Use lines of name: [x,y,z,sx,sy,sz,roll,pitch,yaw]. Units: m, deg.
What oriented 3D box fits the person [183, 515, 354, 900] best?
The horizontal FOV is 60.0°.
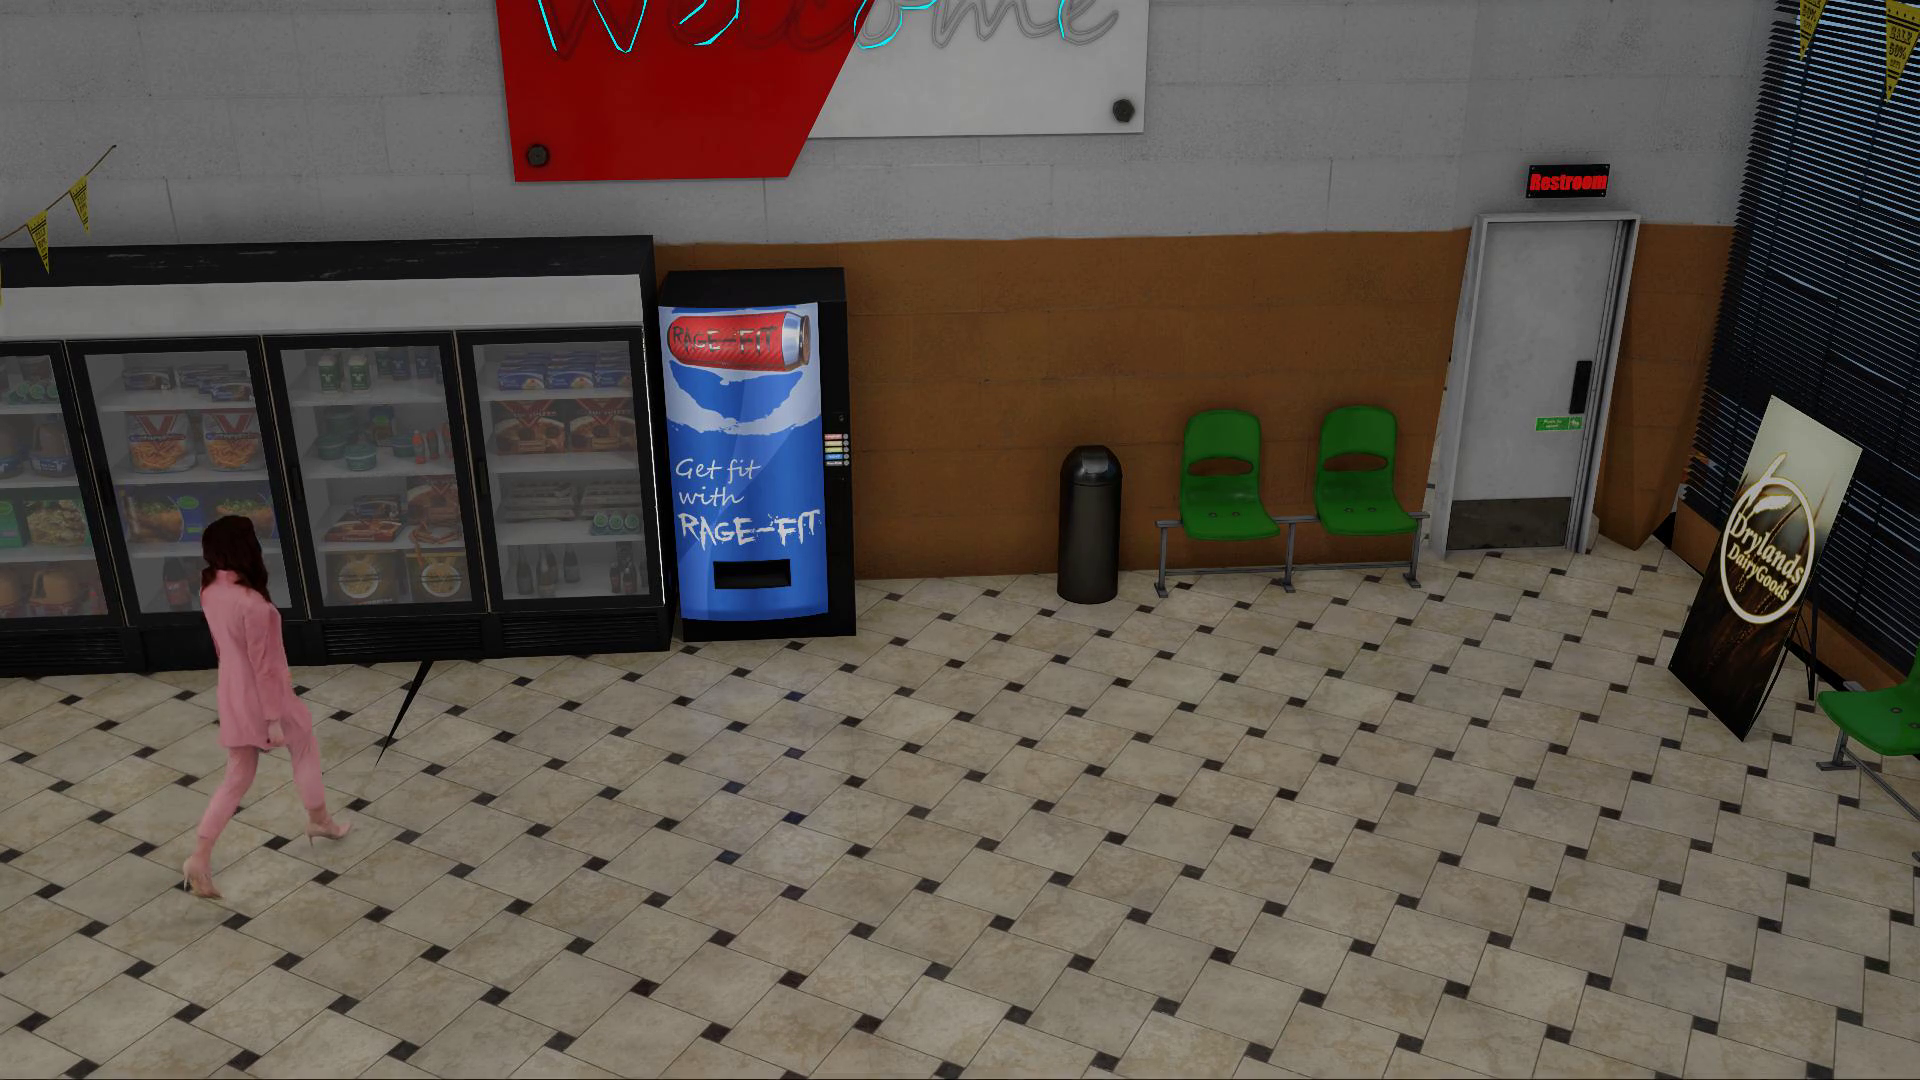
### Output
person: [-3.220,0.791,7.422,1.054,1.763,1.226,13,27,27]
